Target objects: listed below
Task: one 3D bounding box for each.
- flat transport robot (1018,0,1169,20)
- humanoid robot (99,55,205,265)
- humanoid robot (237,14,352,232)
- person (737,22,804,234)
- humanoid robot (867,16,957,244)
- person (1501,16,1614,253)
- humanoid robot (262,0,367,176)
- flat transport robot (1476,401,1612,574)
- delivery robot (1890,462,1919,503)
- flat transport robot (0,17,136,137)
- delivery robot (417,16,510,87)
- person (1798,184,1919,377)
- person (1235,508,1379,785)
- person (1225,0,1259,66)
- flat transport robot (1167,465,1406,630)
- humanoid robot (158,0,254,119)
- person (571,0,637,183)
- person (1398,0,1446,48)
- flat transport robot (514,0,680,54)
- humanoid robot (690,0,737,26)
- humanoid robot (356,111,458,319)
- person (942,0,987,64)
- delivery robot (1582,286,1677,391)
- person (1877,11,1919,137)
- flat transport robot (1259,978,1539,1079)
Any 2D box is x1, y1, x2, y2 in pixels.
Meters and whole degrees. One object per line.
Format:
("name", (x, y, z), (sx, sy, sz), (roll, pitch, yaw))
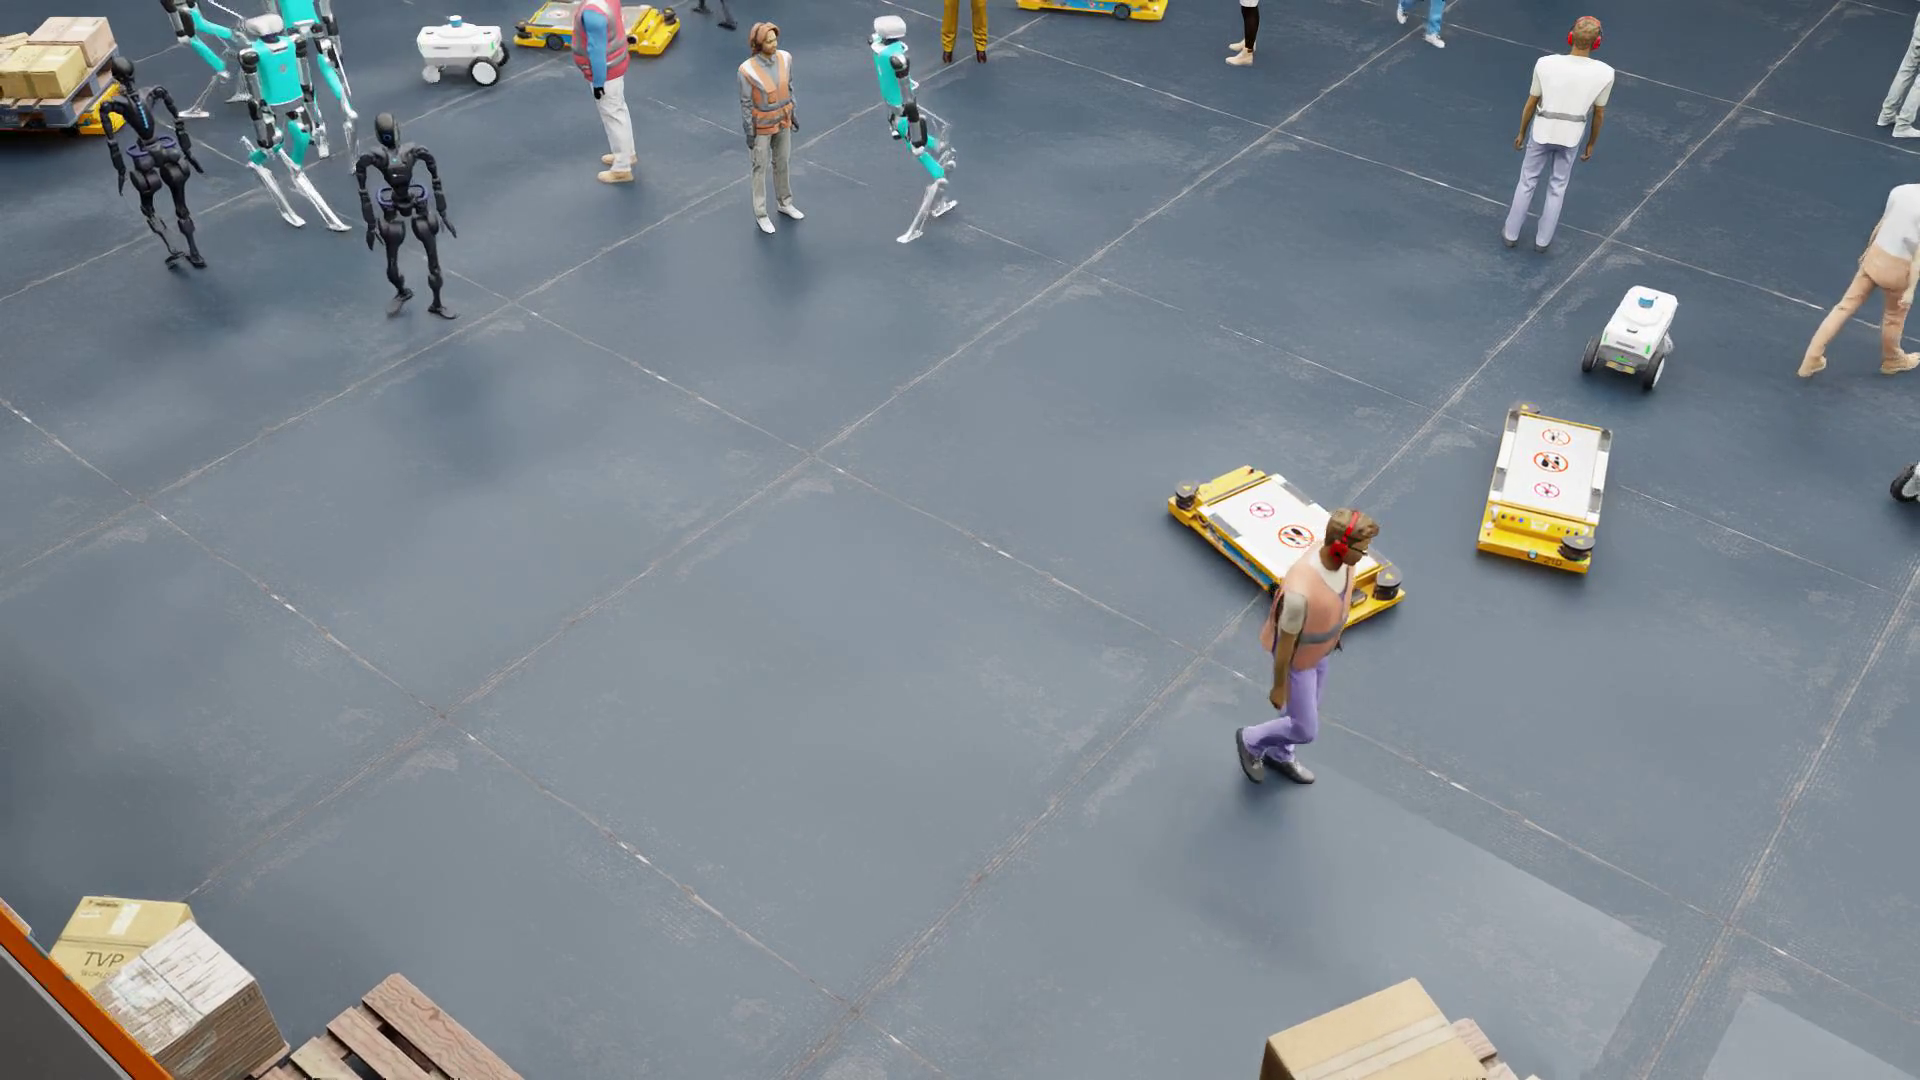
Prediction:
("flat transport robot", (1.337, -5.405, 16.436), (1.431, 0.231, 0.659), (9, 41, 10))
("humanoid robot", (-5.938, -2.785, 12.263), (0.612, 1.647, 0.358), (-30, 49, -30))
("humanoid robot", (-5.175, -3.160, 12.658), (0.895, 1.764, 0.571), (28, 48, 29))
("person", (-1.456, -3.172, 12.745), (0.305, 1.645, 0.520), (32, 50, 32))
("humanoid robot", (-0.217, -3.176, 12.705), (0.917, 1.791, 0.549), (-18, 43, -20))
("person", (4.448, -2.989, 12.391), (0.569, 1.831, 0.414), (9, 41, 10))
("humanoid robot", (-5.154, -3.773, 13.423), (0.557, 1.789, 0.927), (-22, 45, -24))
("flat transport robot", (3.706, -0.357, 10.498), (0.659, 0.231, 1.431), (14, 42, 16))
("delivery robot", (6.254, -0.355, 10.268), (0.773, 0.586, 0.499), (-9, 41, -10))
("flat transport robot", (-7.974, -3.768, 14.511), (1.431, 0.231, 0.659), (0, 40, 0))
("delivery robot", (-4.494, -4.448, 15.104), (0.796, 0.613, 0.499), (0, 40, 0))
("person", (6.273, -1.820, 11.128), (0.896, 1.674, 0.576), (-11, 41, -12))
("person", (1.701, 0.562, 8.217), (0.443, 1.815, 0.620), (27, 47, 28))
("person", (2.625, -5.158, 15.049), (0.322, 1.691, 0.532), (9, 41, 11))
("flat transport robot", (1.955, 0.020, 10.055), (0.659, 0.231, 1.431), (-22, 45, -24))
("humanoid robot", (-6.436, -4.443, 14.169), (0.908, 1.751, 0.544), (-6, 41, -7))
("person", (-2.860, -3.771, 13.311), (0.431, 1.836, 0.630), (-1, 40, -2))
("person", (4.421, -5.464, 15.384), (0.505, 1.711, 0.552), (-15, 43, -17))
("flat transport robot", (-3.452, -4.874, 15.811), (1.431, 0.231, 0.659), (6, 41, 7))
("humanoid robot", (-2.413, -5.696, 15.738), (0.751, 1.621, 0.590), (32, 50, 32))
("humanoid robot", (-3.896, -2.296, 11.699), (0.614, 1.645, 0.490), (-13, 42, -15))
("person", (0.056, -5.171, 15.022), (0.529, 1.750, 0.344), (0, 40, 0))
("delivery robot", (4.691, -1.424, 11.537), (0.513, 0.601, 0.773), (22, 45, 24))
("person", (8.179, -4.205, 13.898), (0.321, 1.729, 0.490), (-11, 42, -12))
("flat transport robot", (1.844, 2.739, 6.856), (0.659, 0.231, 1.431), (-16, 43, -18))
